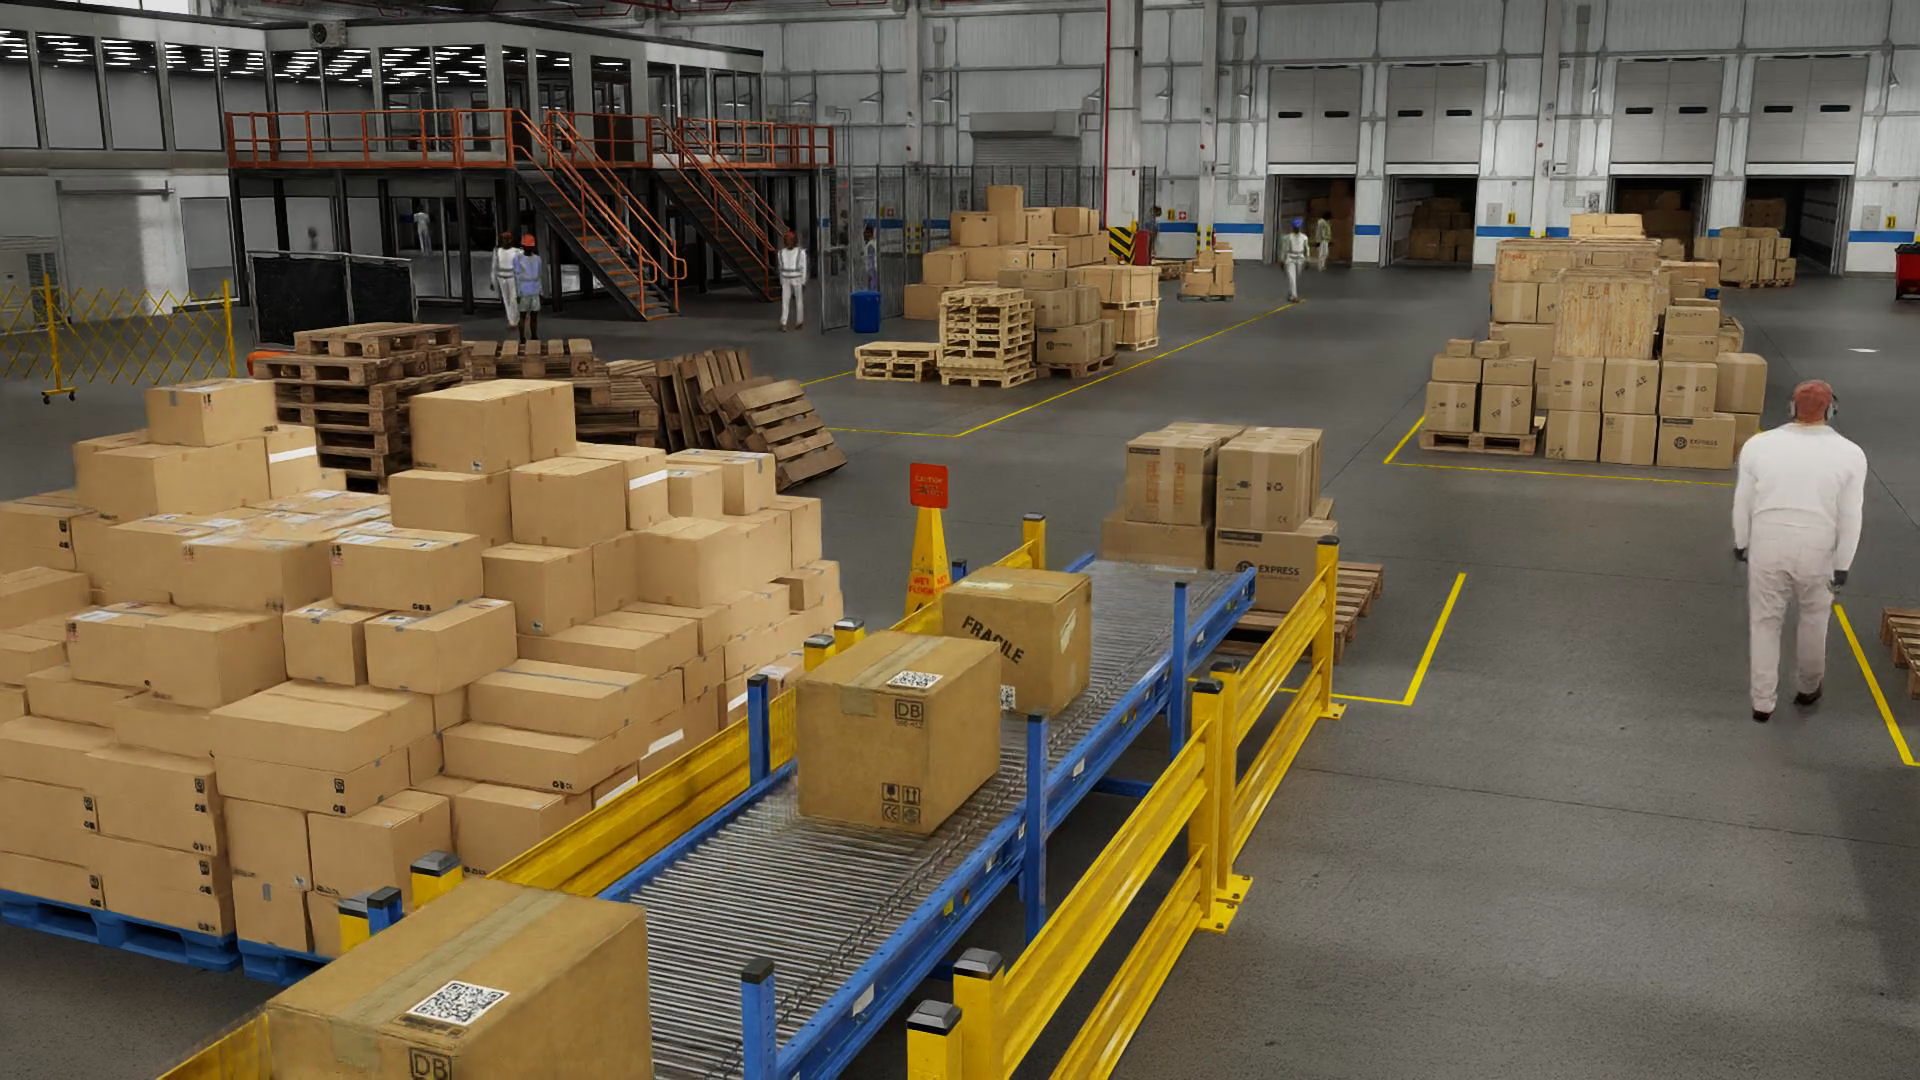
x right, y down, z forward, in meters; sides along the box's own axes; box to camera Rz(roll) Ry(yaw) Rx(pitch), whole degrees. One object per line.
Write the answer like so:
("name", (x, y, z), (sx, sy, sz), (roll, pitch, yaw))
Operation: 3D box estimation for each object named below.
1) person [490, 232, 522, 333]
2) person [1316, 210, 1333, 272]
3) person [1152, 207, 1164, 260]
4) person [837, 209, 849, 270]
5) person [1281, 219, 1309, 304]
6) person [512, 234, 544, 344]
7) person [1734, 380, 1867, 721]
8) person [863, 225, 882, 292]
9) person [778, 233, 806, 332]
("person", (-8.463, -4.787, 31.000), (0.584, 1.845, 0.908), (1, 13, 4))
("person", (10.859, -8.857, 49.309), (0.618, 1.819, 0.648), (7, 14, 29))
("person", (6.158, -9.466, 51.970), (0.508, 1.850, 0.551), (-2, 13, -7))
("person", (-3.479, -8.984, 49.863), (0.535, 1.828, 0.486), (-9, 16, -36))
("person", (7.651, -6.391, 38.049), (0.616, 1.916, 0.939), (-2, 13, -9))
("person", (-7.280, -4.199, 28.163), (0.375, 1.934, 0.547), (11, 17, 40))
("person", (4.665, 0.041, 9.298), (0.646, 1.871, 0.867), (7, 15, 30))
("person", (-1.786, -5.437, 33.776), (0.397, 1.911, 0.587), (0, 13, 2))
("person", (-3.151, -4.813, 31.144), (0.590, 1.831, 0.983), (3, 13, 12))
